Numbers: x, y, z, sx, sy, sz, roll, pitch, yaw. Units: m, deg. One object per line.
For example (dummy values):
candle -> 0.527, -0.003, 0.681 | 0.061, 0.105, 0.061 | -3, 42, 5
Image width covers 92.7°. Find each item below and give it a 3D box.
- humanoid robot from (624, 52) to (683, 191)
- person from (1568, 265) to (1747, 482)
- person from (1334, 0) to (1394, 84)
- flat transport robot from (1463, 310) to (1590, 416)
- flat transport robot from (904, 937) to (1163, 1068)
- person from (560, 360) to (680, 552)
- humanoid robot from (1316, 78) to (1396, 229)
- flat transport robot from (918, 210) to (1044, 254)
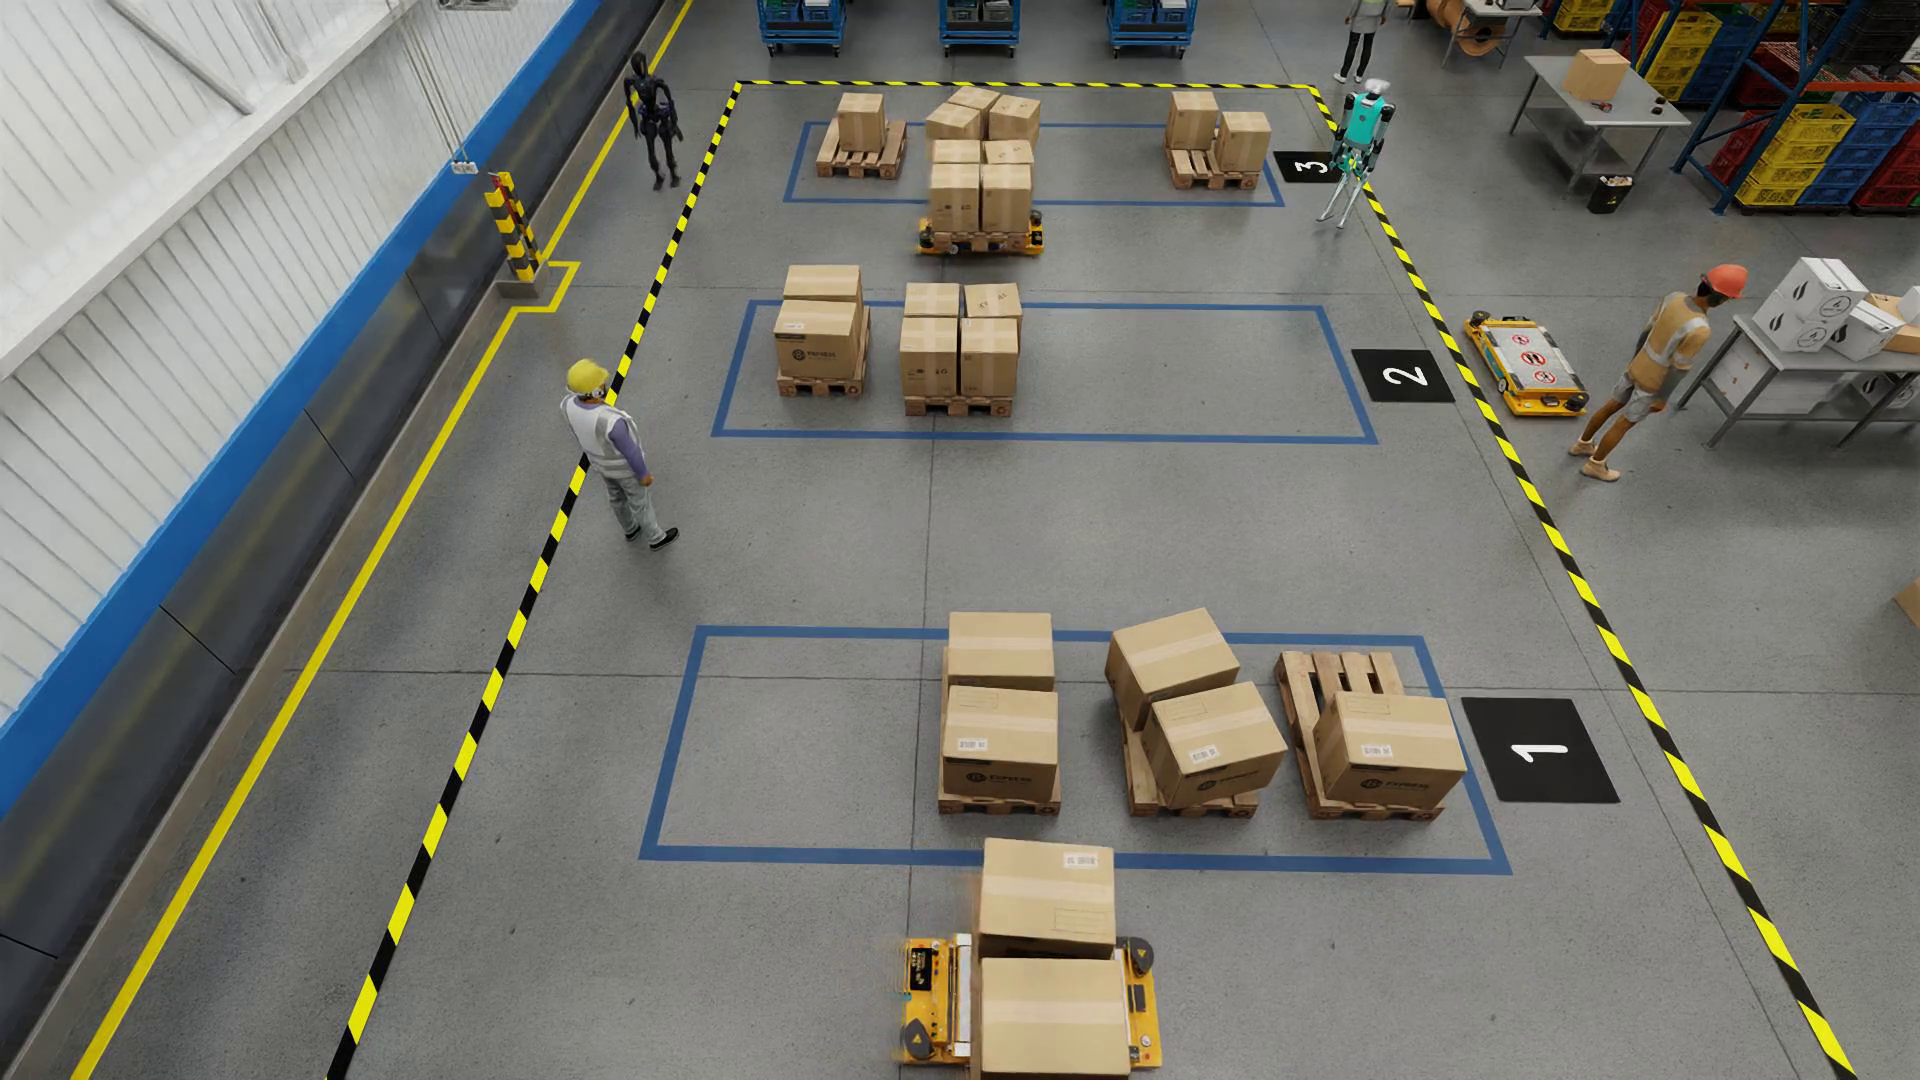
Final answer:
humanoid robot -> -3.626, -4.973, 10.912 | 0.601, 1.643, 0.439 | 0, 49, 0
person -> 5.704, -1.353, 7.538 | 0.380, 2.035, 0.604 | 4, 49, 3
person -> 5.753, -7.448, 12.933 | 0.596, 1.850, 0.396 | -1, 49, -1
flat transport robot -> 5.573, -1.757, 9.054 | 0.659, 0.231, 1.431 | 1, 49, 1
flat transport robot -> 0.410, 2.624, 5.244 | 1.431, 0.197, 0.652 | 1, 49, 1
person -> -2.617, -0.621, 7.033 | 0.589, 1.837, 0.404 | 23, 53, 19
humanoid robot -> 4.483, -4.353, 10.241 | 0.533, 1.677, 0.735 | 33, 57, 25
flat transport robot -> 0.246, -3.579, 10.613 | 1.431, 0.197, 0.652 | 1, 49, 1
